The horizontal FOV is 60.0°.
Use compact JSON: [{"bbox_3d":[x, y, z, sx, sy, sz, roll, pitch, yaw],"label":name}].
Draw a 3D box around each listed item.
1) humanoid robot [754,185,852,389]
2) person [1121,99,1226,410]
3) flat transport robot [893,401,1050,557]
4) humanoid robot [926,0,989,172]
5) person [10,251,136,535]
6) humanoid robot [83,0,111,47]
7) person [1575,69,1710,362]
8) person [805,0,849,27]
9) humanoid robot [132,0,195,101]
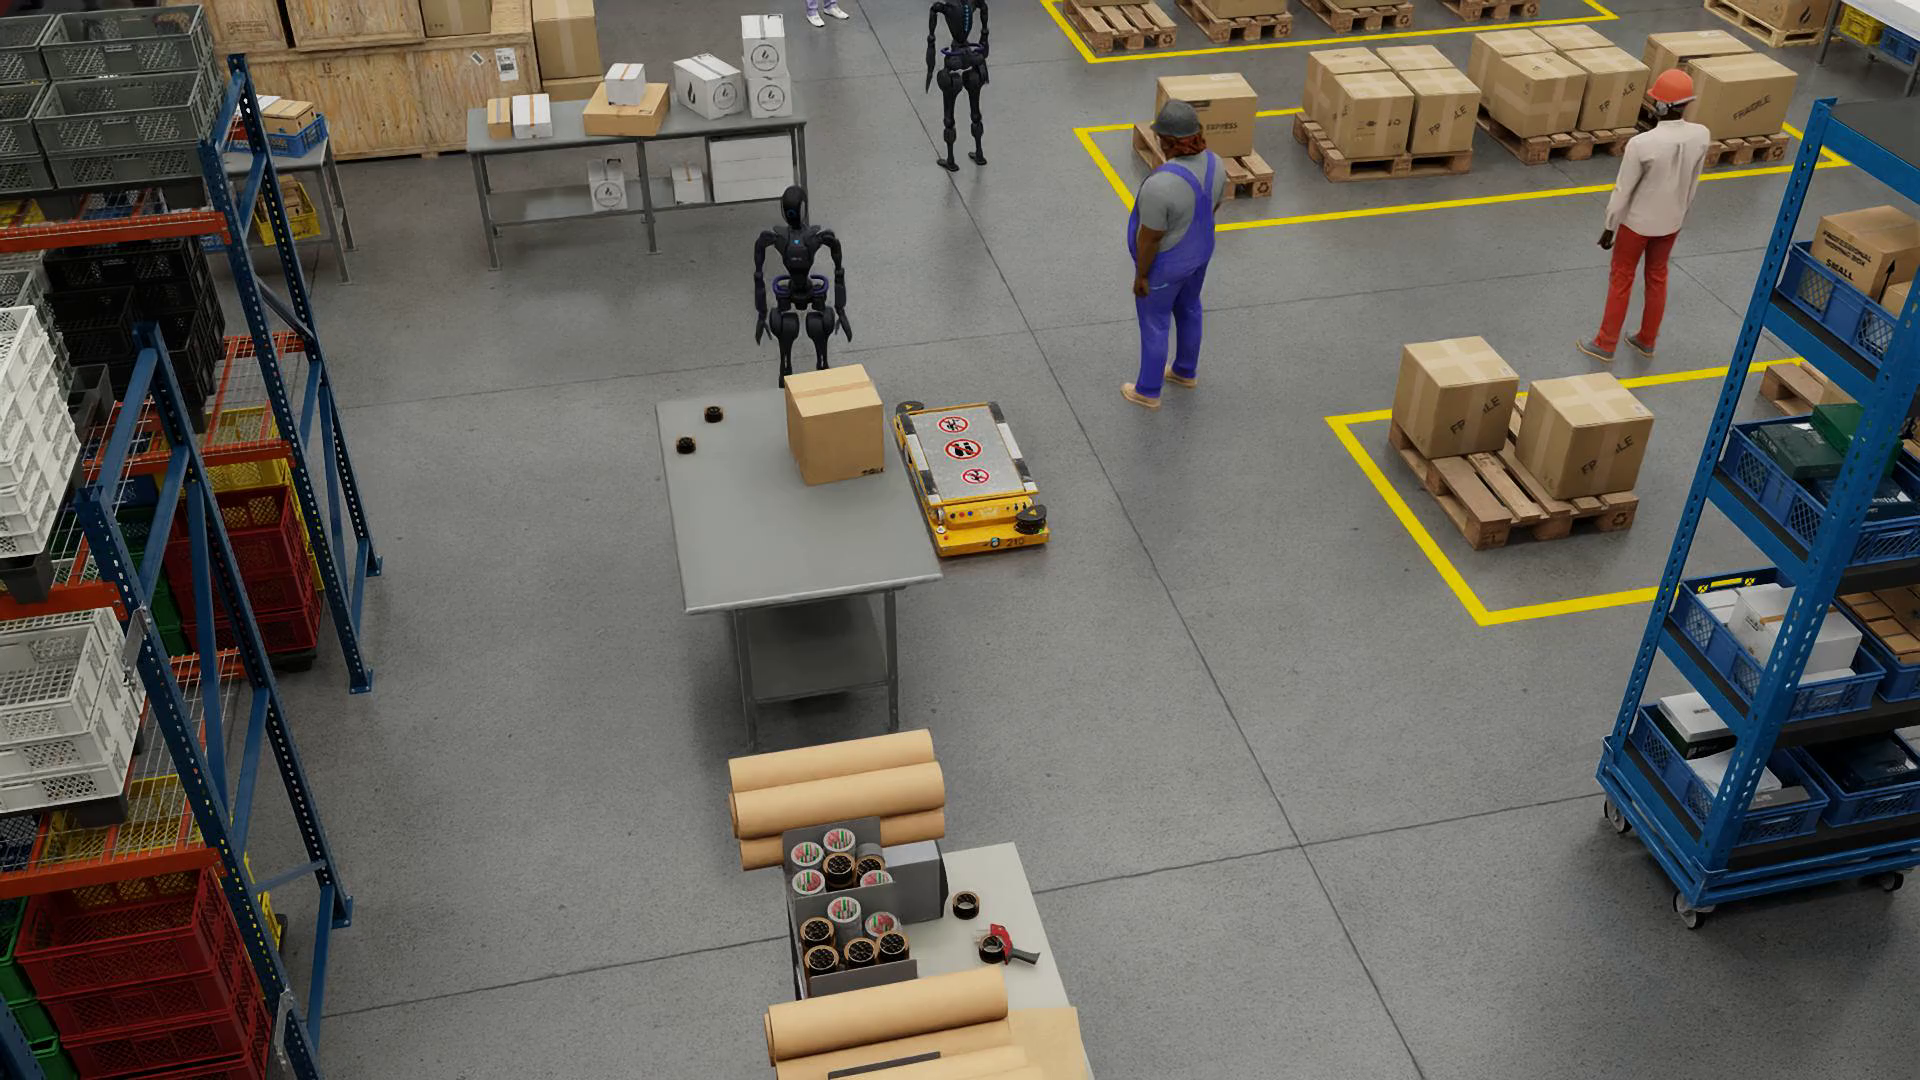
[{"bbox_3d":[-0.970,-1.411,10.258,0.598,1.657,0.324,-2,37,-2],"label":"humanoid robot"},{"bbox_3d":[1.305,-1.815,10.510,0.681,2.000,0.536,-29,46,-33],"label":"person"},{"bbox_3d":[0.046,-0.430,10.108,0.652,0.197,1.431,-8,37,-10],"label":"flat transport robot"},{"bbox_3d":[-0.006,-3.857,13.557,0.572,1.650,0.333,-17,40,-21],"label":"humanoid robot"},{"bbox_3d":[-5.104,-0.803,9.288,0.617,1.865,0.613,17,40,21],"label":"person"},{"bbox_3d":[-8.333,-5.457,15.738,0.639,1.622,0.650,11,38,15],"label":"humanoid robot"},{"bbox_3d":[4.518,-2.125,10.984,0.628,1.981,0.427,-9,38,-12],"label":"person"},{"bbox_3d":[-1.359,-6.045,16.287,0.586,1.930,0.361,-30,46,-34],"label":"person"},{"bbox_3d":[-6.207,-3.456,13.039,0.702,1.623,0.616,2,37,3],"label":"humanoid robot"}]
